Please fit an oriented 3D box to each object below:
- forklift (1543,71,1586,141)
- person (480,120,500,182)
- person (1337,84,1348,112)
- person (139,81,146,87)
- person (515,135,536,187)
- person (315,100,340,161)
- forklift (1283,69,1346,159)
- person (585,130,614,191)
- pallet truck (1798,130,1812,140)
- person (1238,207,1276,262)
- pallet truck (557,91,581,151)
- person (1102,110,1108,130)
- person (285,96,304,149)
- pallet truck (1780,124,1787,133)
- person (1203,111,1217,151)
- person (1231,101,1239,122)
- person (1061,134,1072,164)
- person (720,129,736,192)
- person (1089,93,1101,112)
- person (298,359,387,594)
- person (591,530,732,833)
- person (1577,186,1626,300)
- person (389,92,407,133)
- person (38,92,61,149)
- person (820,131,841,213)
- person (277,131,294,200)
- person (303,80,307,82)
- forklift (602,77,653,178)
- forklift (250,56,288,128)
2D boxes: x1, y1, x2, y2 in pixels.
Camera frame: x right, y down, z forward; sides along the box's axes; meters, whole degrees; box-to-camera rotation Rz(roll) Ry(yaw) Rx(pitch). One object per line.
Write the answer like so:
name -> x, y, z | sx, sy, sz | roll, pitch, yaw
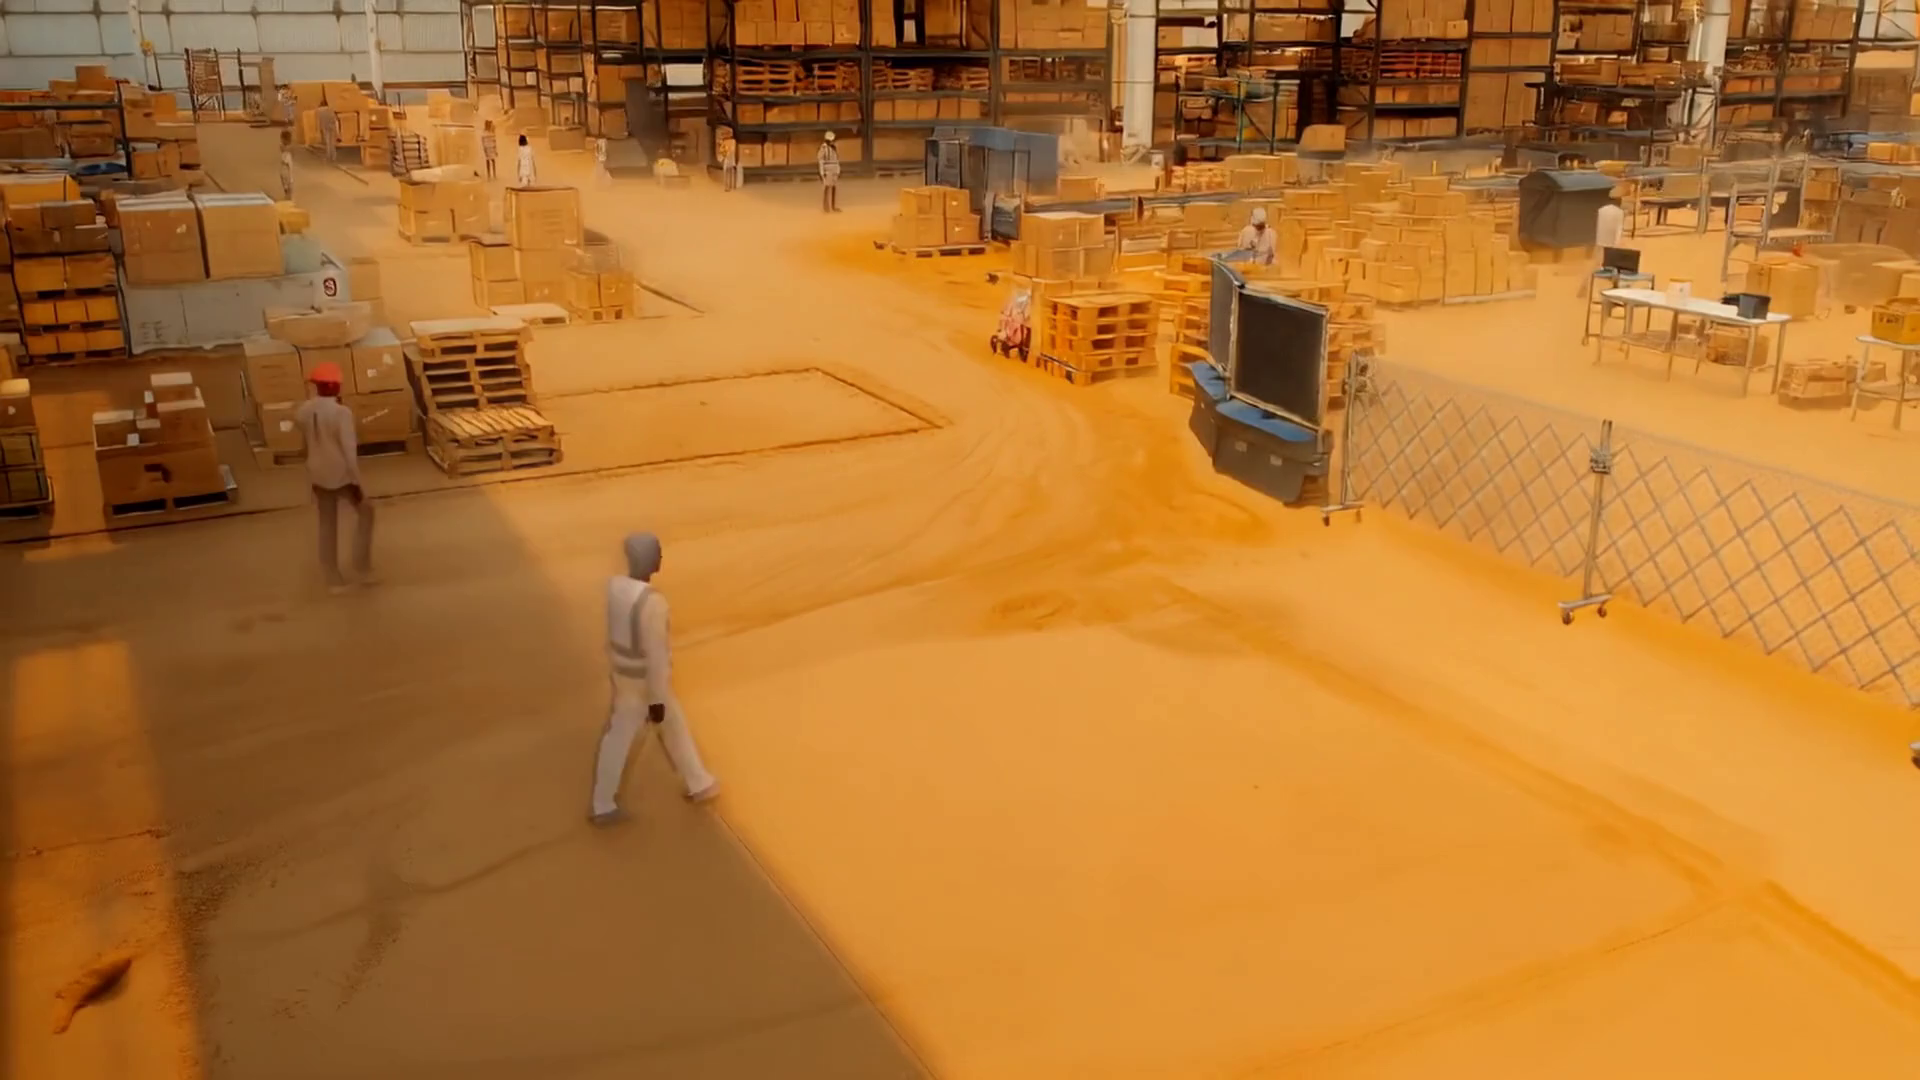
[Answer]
forklift -> 18.685, -13.231, 52.085 | 1.873, 2.768, 1.129 | -9, 20, -26
person -> -13.286, -10.986, 46.989 | 0.320, 1.698, 0.531 | 15, 23, 38
person -> 15.869, -18.100, 68.960 | 0.433, 1.832, 0.624 | -6, 19, -19
person -> -32.285, -17.198, 65.936 | 0.694, 1.953, 0.659 | -12, 22, -34
person -> -10.288, -8.632, 39.374 | 0.328, 1.872, 0.514 | 16, 24, 41
person -> -20.370, -13.208, 53.599 | 0.672, 1.889, 0.991 | -1, 18, -4
forklift -> 11.615, -13.871, 54.079 | 1.129, 2.768, 1.873 | -9, 20, -27
person -> -9.710, -10.168, 44.594 | 0.831, 1.604, 0.530 | 5, 18, 15
pallet truck -> 25.526, -11.556, 49.408 | 1.630, 1.274, 0.653 | -9, 20, -26
person -> 4.589, -4.240, 25.745 | 0.601, 1.827, 0.404 | -1, 18, -5
pallet truck -> -13.495, -14.412, 57.188 | 0.823, 1.965, 1.885 | -3, 18, -9
person -> 5.094, -14.311, 57.421 | 0.877, 1.653, 0.531 | -9, 20, -26
person -> -23.329, -14.538, 57.922 | 0.772, 1.799, 0.736 | 2, 18, 8
pallet truck -> 25.206, -12.542, 52.601 | 1.601, 1.201, 0.680 | 0, 18, -2
person -> 7.701, -12.154, 50.551 | 0.558, 1.735, 0.760 | 10, 20, 28
person -> 10.037, -15.237, 59.942 | 0.663, 1.877, 0.684 | 6, 19, 17
person -> 2.836, -9.851, 43.579 | 0.543, 1.613, 0.510 | -7, 19, -21
person -> -6.188, -10.130, 44.416 | 0.307, 1.641, 0.514 | 14, 23, 37
person -> 5.343, -16.892, 65.505 | 0.499, 1.633, 0.281 | 2, 18, 7
person -> -5.199, -0.550, 14.001 | 0.661, 1.970, 0.663 | 9, 20, 26
person -> -1.871, 0.818, 9.976 | 0.977, 1.830, 0.601 | -16, 24, -41
person -> 10.853, -4.993, 27.987 | 0.878, 1.912, 0.547 | -11, 21, -32
person -> -19.671, -14.723, 58.306 | 0.591, 1.911, 0.389 | -2, 18, -5
person -> -31.785, -14.650, 58.083 | 0.657, 1.897, 0.944 | -10, 20, -29
person -> -3.083, -8.815, 39.835 | 0.553, 1.935, 0.365 | -12, 21, -33
person -> -15.990, -8.718, 39.513 | 0.388, 1.957, 0.606 | -11, 21, -30
person -> -26.213, -17.479, 66.856 | 0.579, 1.926, 0.387 | 0, 18, -1
forklift -> -9.397, -11.970, 48.151 | 1.873, 2.768, 1.129 | -9, 20, -26
forklift -> -27.981, -18.207, 67.596 | 1.873, 2.768, 1.129 | -9, 20, -26
